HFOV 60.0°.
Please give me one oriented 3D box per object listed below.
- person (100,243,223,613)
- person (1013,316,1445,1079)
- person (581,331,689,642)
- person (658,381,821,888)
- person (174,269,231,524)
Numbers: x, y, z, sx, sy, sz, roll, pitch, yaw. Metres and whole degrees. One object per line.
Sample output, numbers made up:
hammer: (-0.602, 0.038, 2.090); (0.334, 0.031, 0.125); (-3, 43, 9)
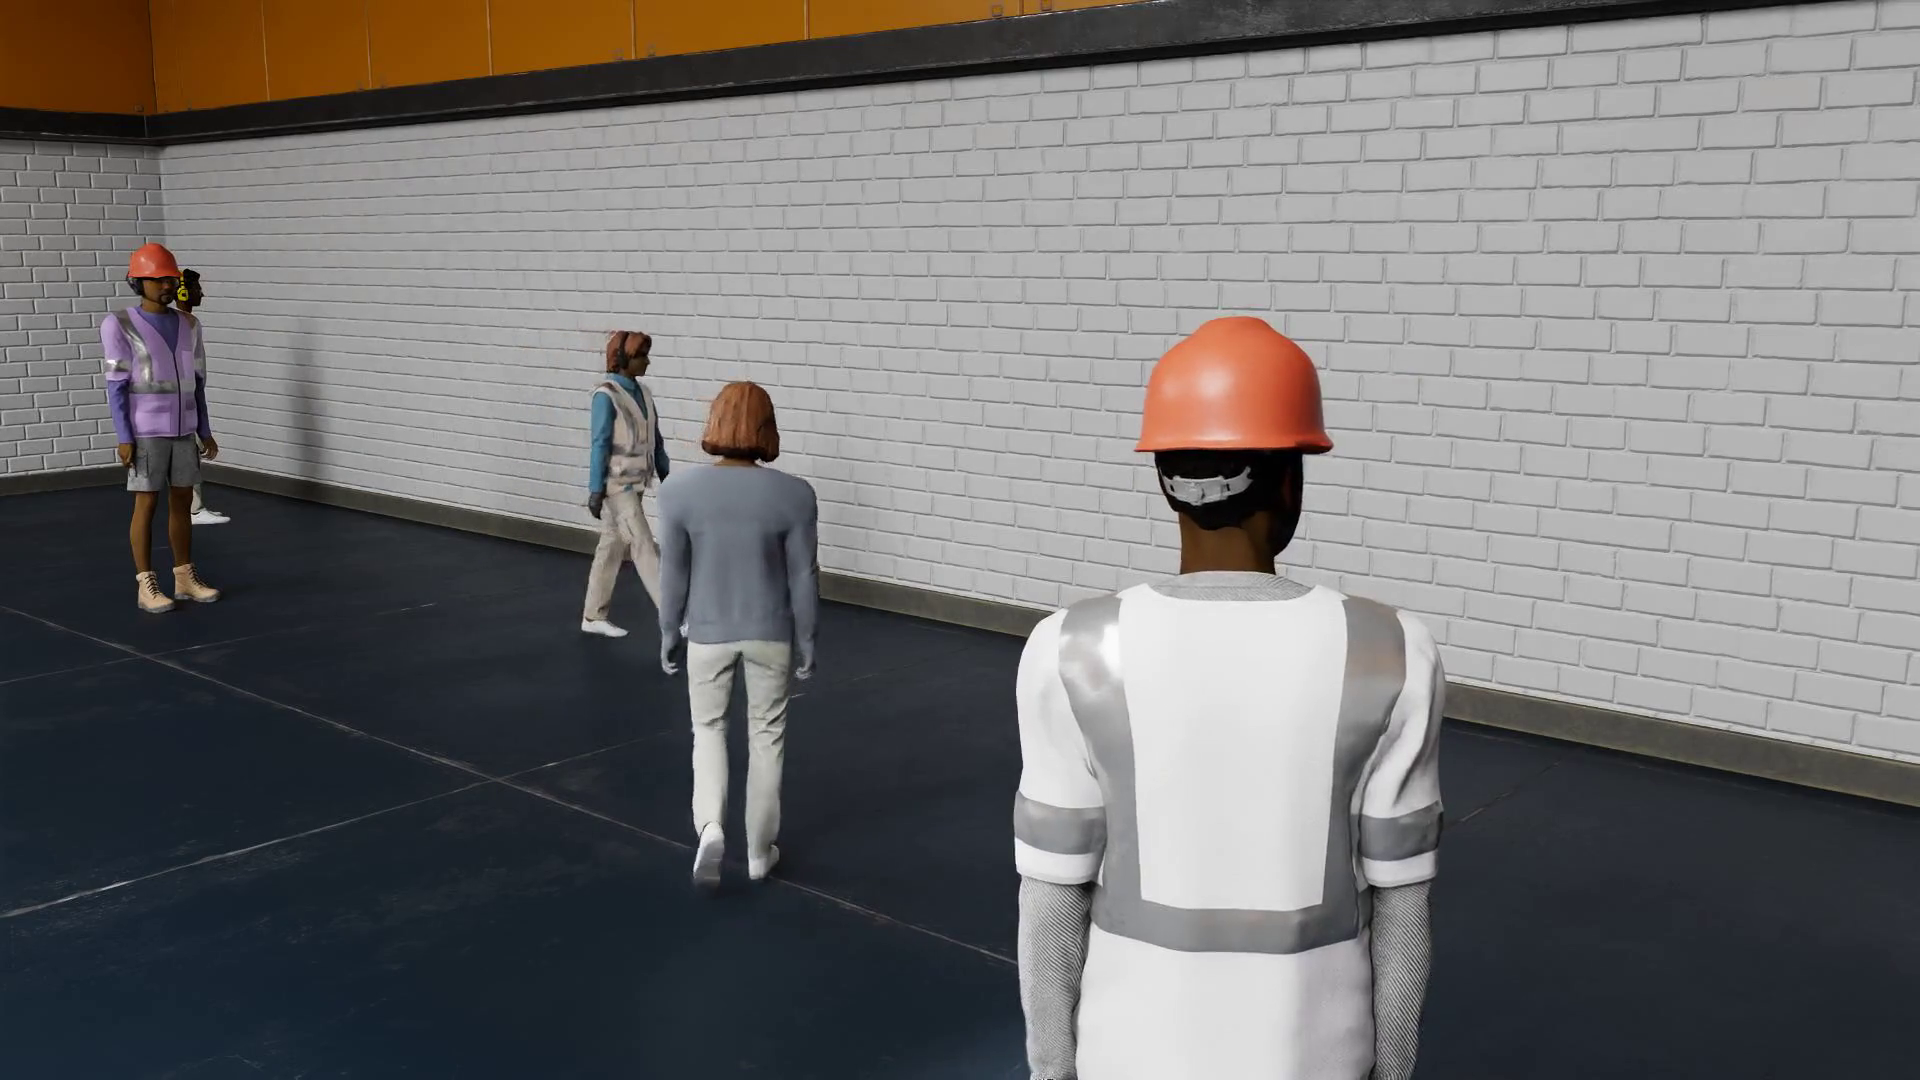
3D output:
person: (-4.456, -0.627, 9.339); (0.378, 2.045, 0.605); (5, 11, 27)
person: (0.345, 0.677, 2.232); (0.547, 1.934, 0.375); (1, 10, 5)
person: (-1.613, -0.262, 8.508); (0.837, 1.592, 0.548); (2, 10, 12)
person: (-0.688, 0.316, 5.180); (0.512, 1.614, 0.503); (0, 10, 0)
person: (-5.645, -1.049, 12.239); (0.329, 1.872, 0.507); (-6, 12, -32)
